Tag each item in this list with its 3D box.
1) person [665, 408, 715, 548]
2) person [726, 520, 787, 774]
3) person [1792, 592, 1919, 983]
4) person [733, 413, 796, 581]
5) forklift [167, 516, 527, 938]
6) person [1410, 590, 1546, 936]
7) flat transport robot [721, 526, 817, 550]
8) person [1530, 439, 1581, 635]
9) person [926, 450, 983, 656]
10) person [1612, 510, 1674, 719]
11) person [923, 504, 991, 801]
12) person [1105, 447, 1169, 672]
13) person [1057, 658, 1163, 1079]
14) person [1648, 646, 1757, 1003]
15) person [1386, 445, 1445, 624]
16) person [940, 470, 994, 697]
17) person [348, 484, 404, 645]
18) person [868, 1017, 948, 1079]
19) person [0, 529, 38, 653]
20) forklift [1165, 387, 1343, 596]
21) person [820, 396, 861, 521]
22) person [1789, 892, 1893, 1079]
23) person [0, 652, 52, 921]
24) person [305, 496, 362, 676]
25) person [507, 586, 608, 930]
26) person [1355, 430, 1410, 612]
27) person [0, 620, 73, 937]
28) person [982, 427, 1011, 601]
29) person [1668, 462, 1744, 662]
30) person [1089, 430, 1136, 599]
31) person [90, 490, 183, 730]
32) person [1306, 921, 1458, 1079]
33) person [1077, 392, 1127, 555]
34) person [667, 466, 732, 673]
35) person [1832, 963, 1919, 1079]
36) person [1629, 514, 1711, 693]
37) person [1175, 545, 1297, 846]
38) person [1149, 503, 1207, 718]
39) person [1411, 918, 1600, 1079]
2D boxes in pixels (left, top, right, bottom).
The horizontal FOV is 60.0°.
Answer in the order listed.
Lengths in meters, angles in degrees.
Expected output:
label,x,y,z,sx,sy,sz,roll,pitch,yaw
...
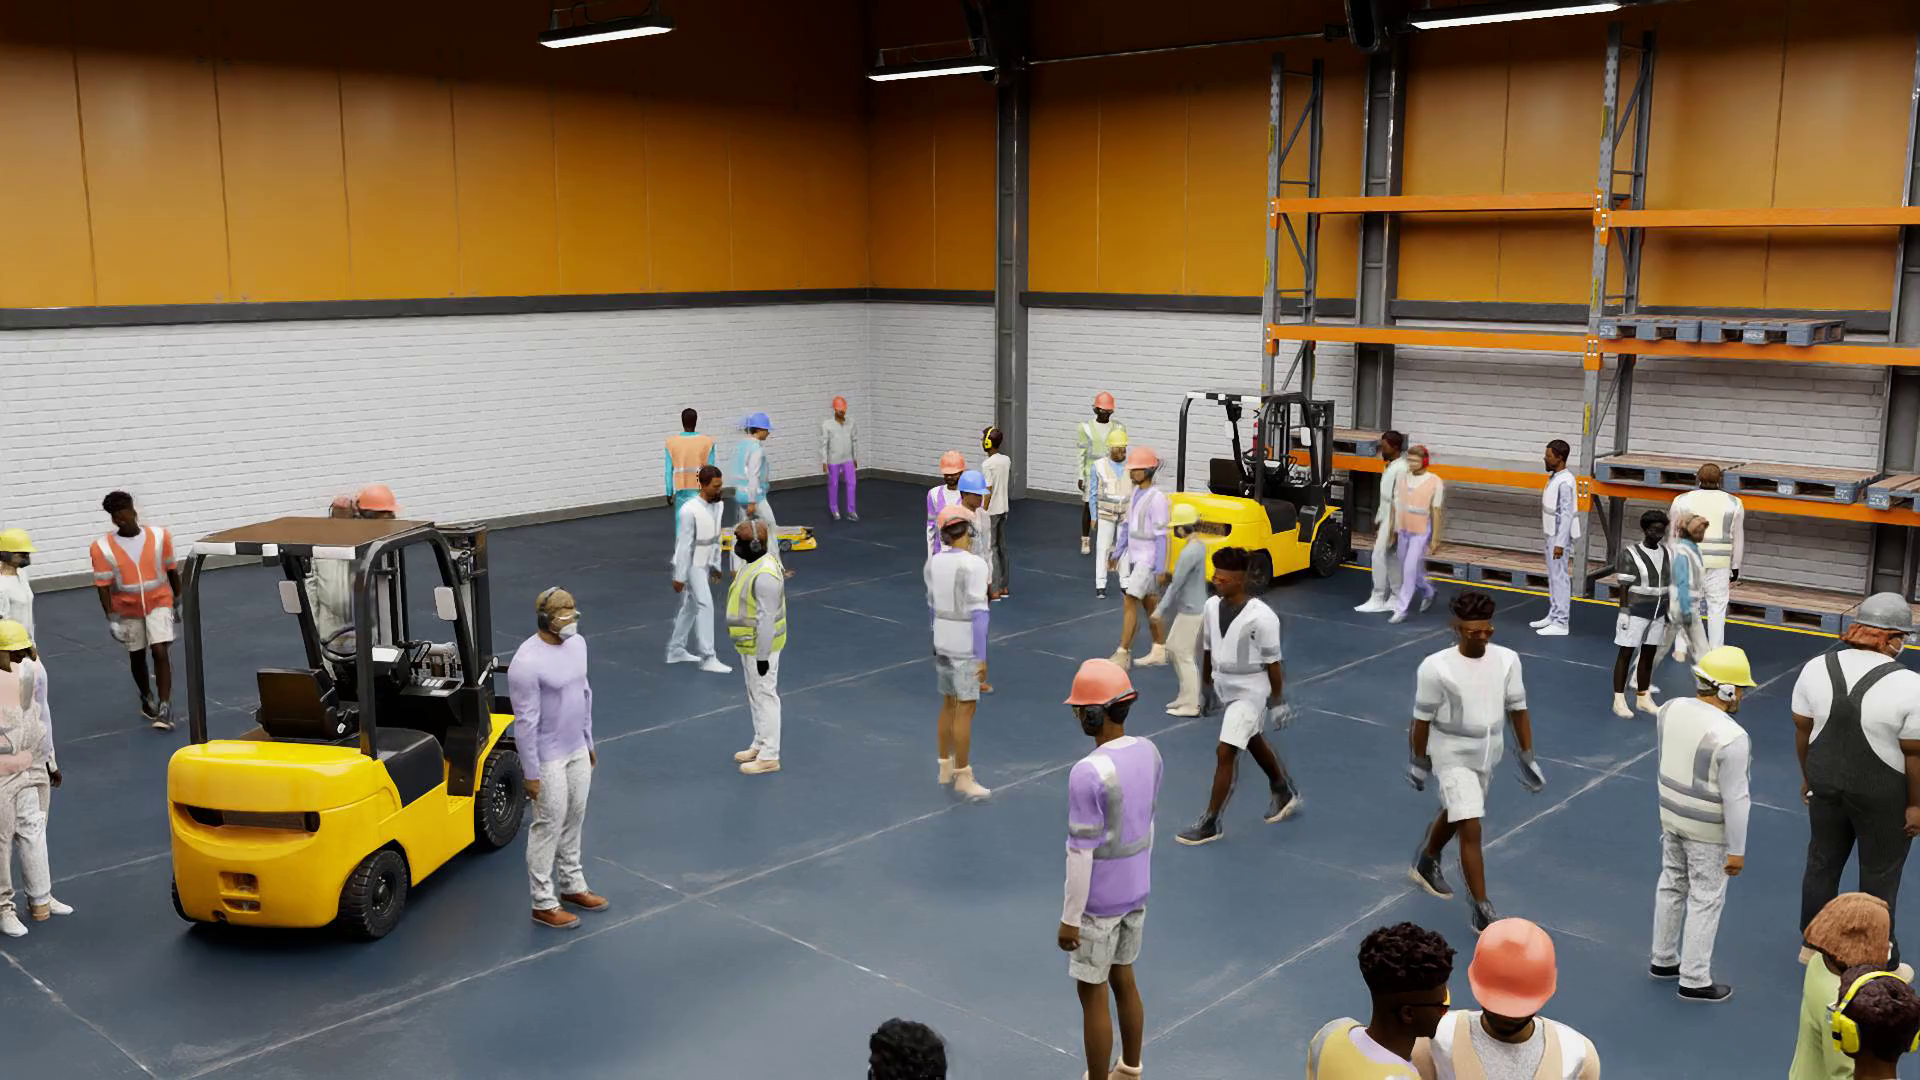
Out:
label,x,y,z,sx,sy,sz,roll,pitch,yaw
person,-3.147,-0.584,19.453,0.587,1.911,0.392,-2,10,-11
person,-1.467,0.763,11.999,0.429,1.838,0.629,-3,10,-16
person,4.685,1.256,8.593,0.536,2.000,0.681,-6,12,-30
person,-2.236,-0.490,18.897,0.837,1.907,0.610,-5,11,-24
forklift,-3.583,0.976,9.748,1.214,2.155,2.313,2,10,11
person,2.836,1.204,9.309,0.613,1.912,1.043,-4,11,-20
flat transport robot,-2.538,-0.018,20.882,1.431,0.197,0.652,-2,10,-9
person,5.850,-0.028,16.251,0.389,1.918,0.590,2,10,11
person,-0.056,0.132,15.318,0.544,1.930,0.389,3,10,17
person,5.505,0.589,13.378,0.529,1.694,0.321,-4,11,-19
person,0.040,0.773,11.520,0.420,1.998,0.788,-7,12,-36
person,1.504,0.177,14.830,0.834,2.015,0.621,-2,10,-10
person,0.617,1.511,7.184,0.410,2.031,0.613,7,12,35
person,3.718,1.415,8.325,0.403,1.818,0.606,-2,10,-14
person,4.640,-0.077,16.834,0.787,1.808,0.610,-7,12,-34
person,0.069,0.372,13.921,0.416,1.938,0.612,8,13,37
person,-4.255,0.588,12.445,0.718,2.020,0.646,-1,10,-8
person,-0.076,2.143,4.593,0.525,1.670,0.804,-6,12,-31
person,-6.857,0.786,12.105,0.397,1.753,0.528,-2,10,-12
forklift,3.298,-0.608,18.767,1.214,2.155,2.313,9,13,42
person,-1.627,-1.112,22.943,0.596,1.721,0.712,-5,11,-27
person,2.965,1.976,5.676,0.275,1.627,0.499,4,11,20
person,-5.347,1.256,9.178,0.429,1.838,0.622,10,14,44
person,-4.660,0.604,12.709,0.639,1.902,0.406,-3,10,-15
person,-2.249,1.199,9.253,0.367,1.929,0.637,4,11,20
person,4.396,-0.189,17.205,0.550,1.898,0.634,1,10,6
person,-5.205,1.296,9.211,0.296,1.744,0.485,3,11,19
person,0.346,-0.280,17.821,0.328,1.873,0.520,6,12,30
person,6.762,0.210,15.114,0.627,1.845,0.429,4,11,23
person,1.683,-0.277,17.913,0.595,1.832,0.404,-1,10,-7
person,-6.390,0.549,12.991,0.640,1.904,0.912,-6,11,-30
person,1.160,1.994,4.602,0.362,1.963,0.613,-2,10,-13
person,1.744,-0.807,20.399,0.623,2.030,0.448,-1,10,-5
person,-2.376,0.250,14.875,0.725,1.869,0.602,3,10,15
person,2.427,2.062,4.530,0.512,1.861,0.325,-2,10,-11
person,6.049,0.551,13.894,0.844,1.581,0.549,7,12,35
person,1.839,0.957,10.694,1.043,1.912,0.612,-6,11,-29
person,1.781,0.565,13.341,0.424,1.748,0.546,3,10,16
person,1.524,1.986,4.754,0.542,1.929,0.374,1,10,8
